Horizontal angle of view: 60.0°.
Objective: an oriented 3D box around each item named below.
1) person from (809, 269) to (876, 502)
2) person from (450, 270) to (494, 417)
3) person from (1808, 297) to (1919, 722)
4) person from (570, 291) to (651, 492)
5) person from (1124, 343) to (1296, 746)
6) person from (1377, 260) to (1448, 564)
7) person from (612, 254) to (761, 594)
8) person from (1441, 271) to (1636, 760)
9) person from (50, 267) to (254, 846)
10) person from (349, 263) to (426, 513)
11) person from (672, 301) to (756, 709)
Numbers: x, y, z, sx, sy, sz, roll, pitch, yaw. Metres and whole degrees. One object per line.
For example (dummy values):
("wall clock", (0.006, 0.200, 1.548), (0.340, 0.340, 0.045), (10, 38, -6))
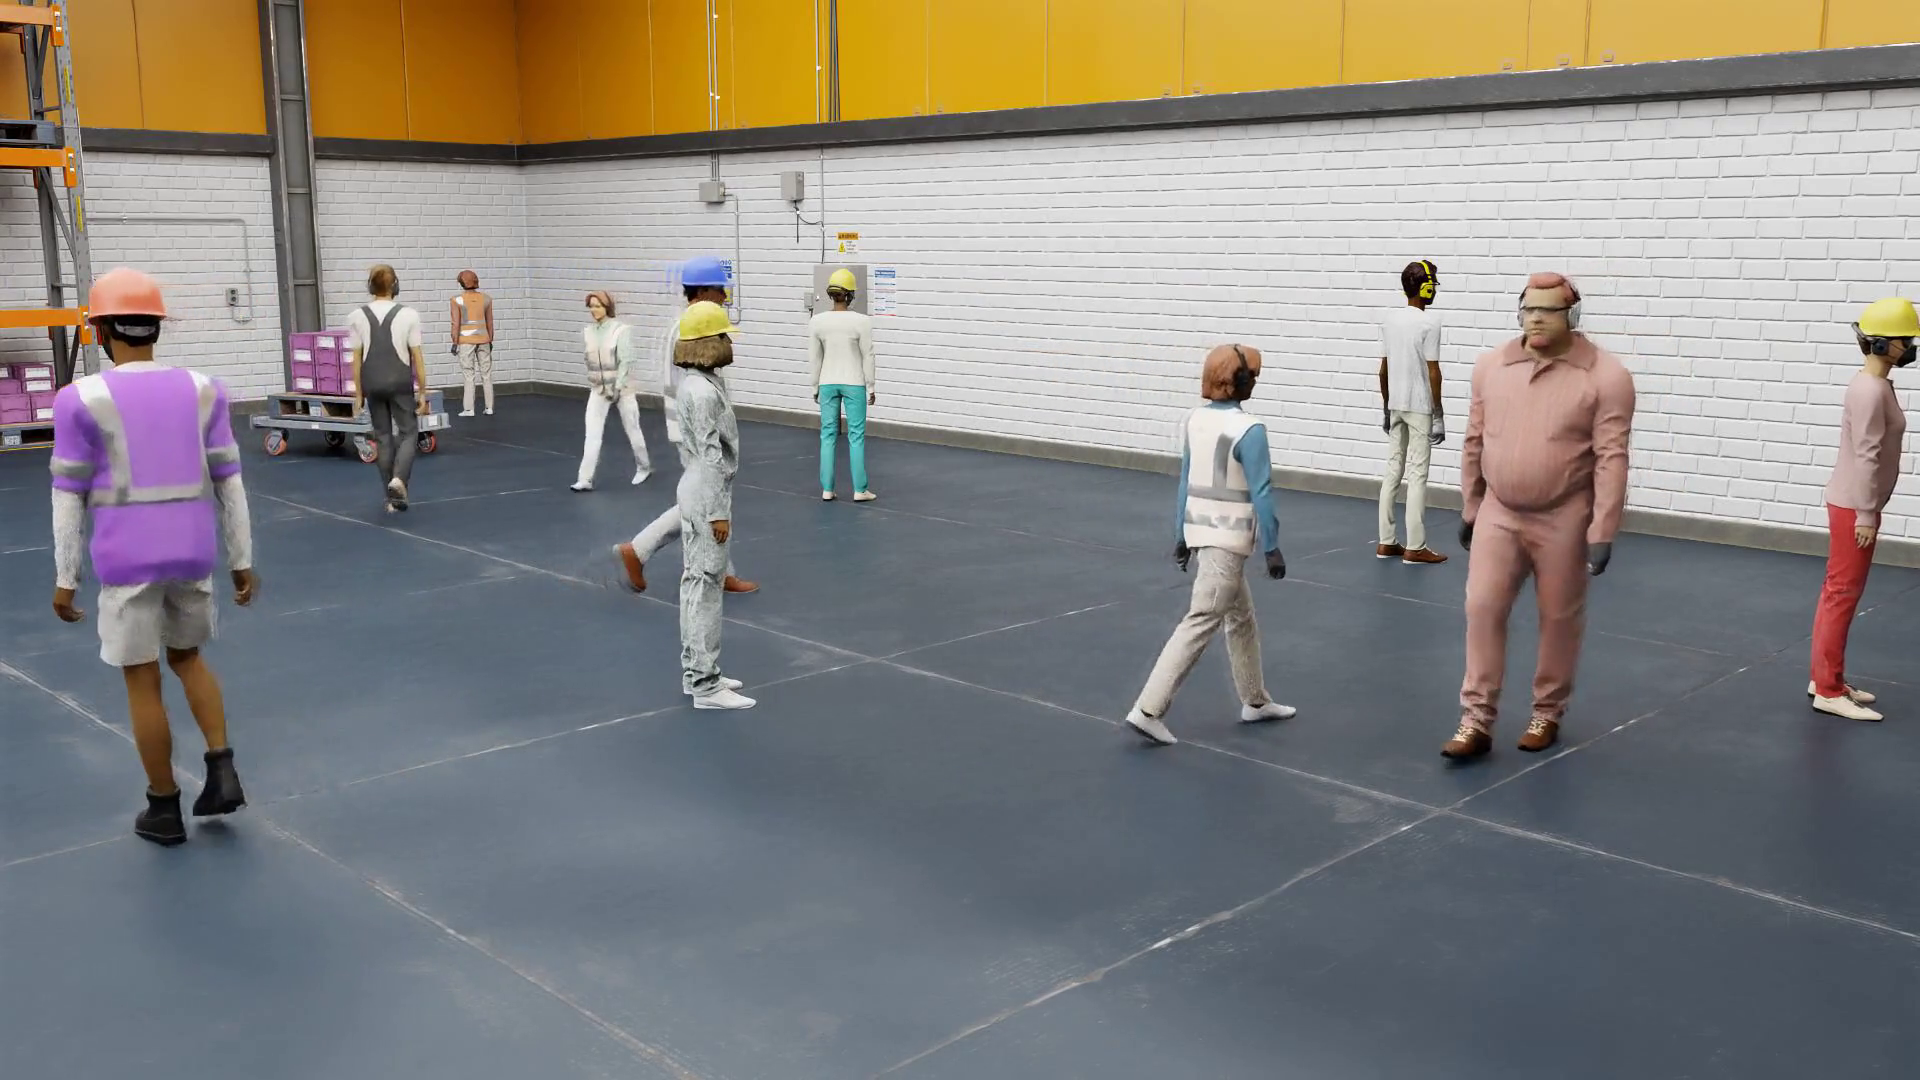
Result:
("person", (-0.886, -1.163, 12.637), (0.523, 1.769, 0.313), (3, 11, 15))
("person", (-5.433, -2.186, 18.562), (0.511, 1.639, 0.308), (-10, 14, -43))
("person", (3.832, -0.135, 7.030), (0.331, 1.768, 0.526), (5, 12, 26))
("person", (-2.793, -1.195, 13.296), (0.502, 1.588, 0.919), (4, 11, 20))
("person", (1.013, 0.015, 6.662), (0.844, 1.601, 0.524), (-4, 11, -19))
("person", (2.813, -0.785, 10.306), (0.328, 1.867, 0.513), (-6, 12, -29))
("person", (-1.521, -0.605, 9.180), (0.724, 1.928, 0.619), (-1, 10, -7))
("person", (2.159, -0.069, 6.343), (0.680, 1.877, 0.812), (8, 13, 38))
("person", (-2.700, 0.061, 5.550), (0.437, 1.915, 0.579), (8, 13, 38))
("person", (-4.114, -1.070, 11.972), (0.507, 1.830, 0.568), (-1, 10, -6))
("person", (-1.071, -0.149, 7.165), (0.288, 1.746, 0.487), (-3, 11, -16))
